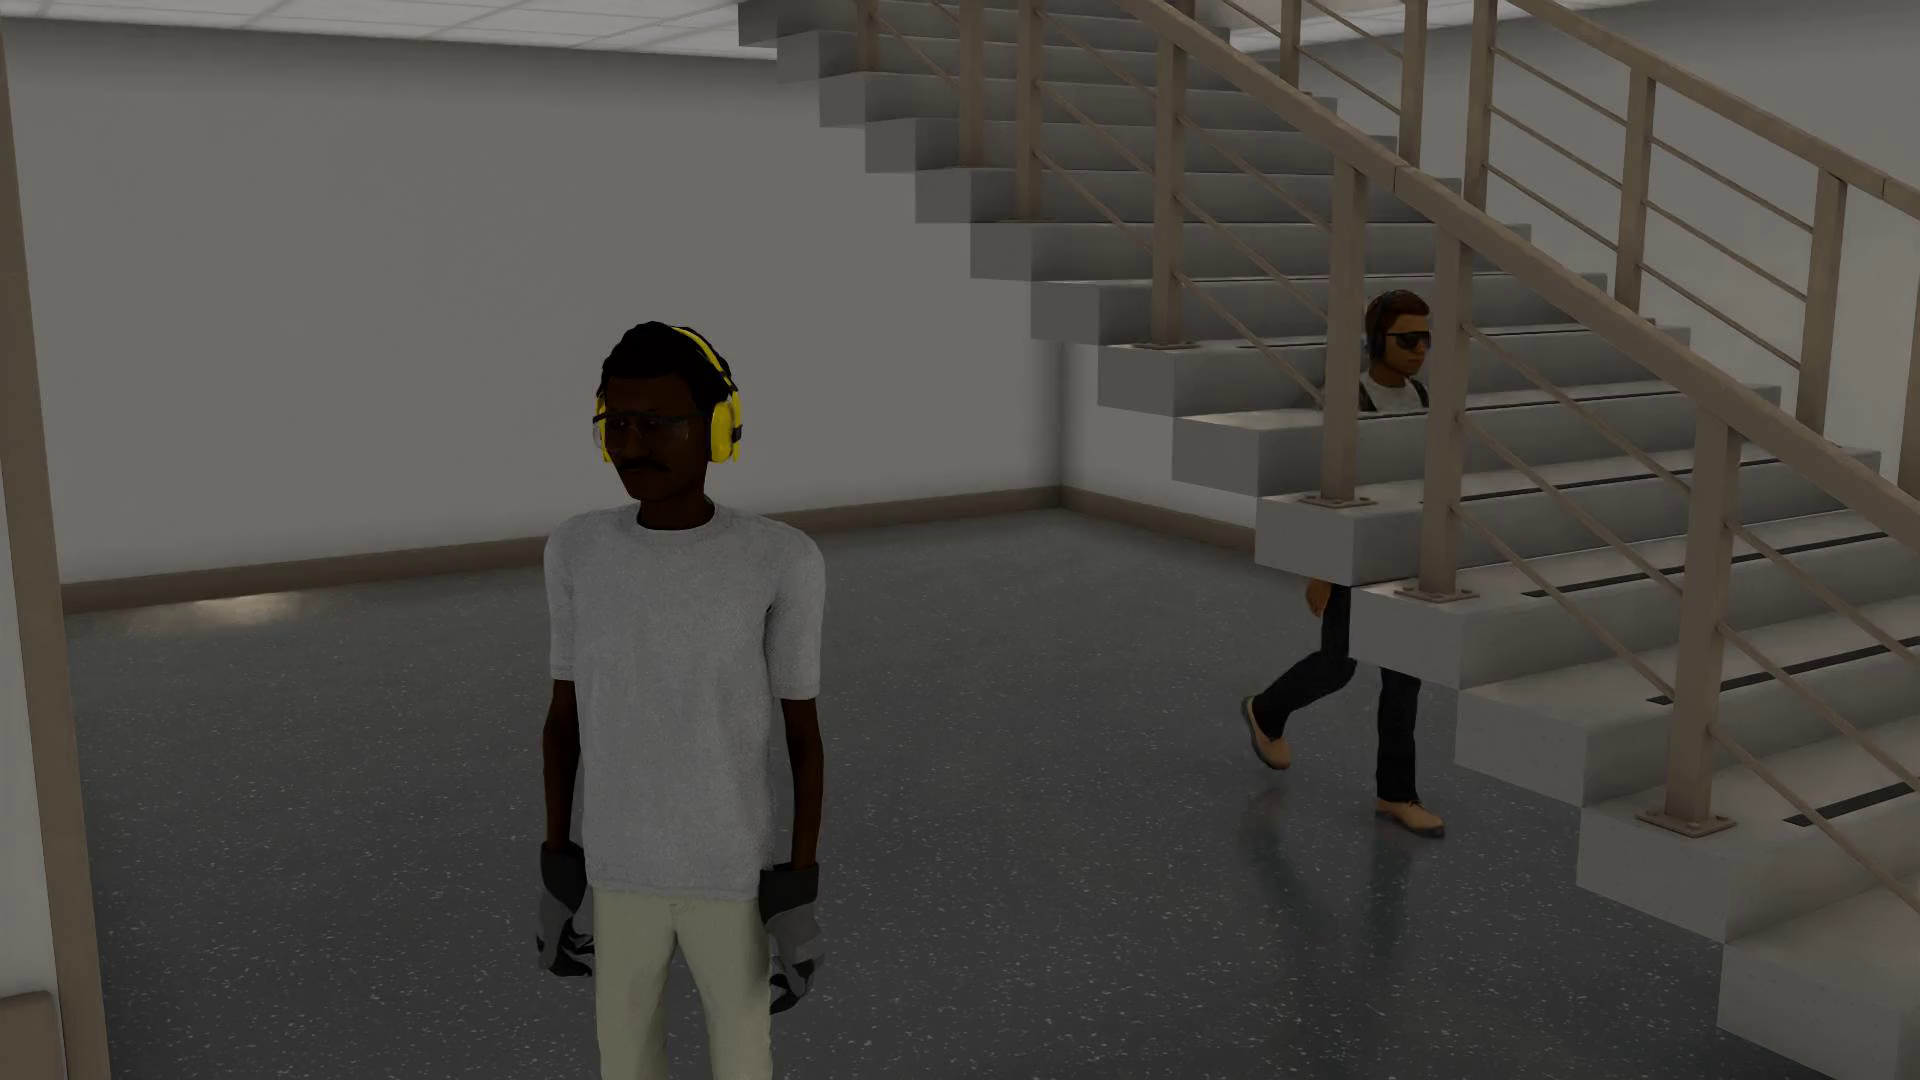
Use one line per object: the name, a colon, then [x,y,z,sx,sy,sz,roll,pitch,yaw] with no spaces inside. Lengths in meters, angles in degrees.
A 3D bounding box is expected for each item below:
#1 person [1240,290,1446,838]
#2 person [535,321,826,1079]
person: [1.338,0.051,5.693,0.511,1.819,0.814,-7,13,-31]
person: [-0.472,0.576,2.766,0.509,1.872,0.328,2,11,9]
